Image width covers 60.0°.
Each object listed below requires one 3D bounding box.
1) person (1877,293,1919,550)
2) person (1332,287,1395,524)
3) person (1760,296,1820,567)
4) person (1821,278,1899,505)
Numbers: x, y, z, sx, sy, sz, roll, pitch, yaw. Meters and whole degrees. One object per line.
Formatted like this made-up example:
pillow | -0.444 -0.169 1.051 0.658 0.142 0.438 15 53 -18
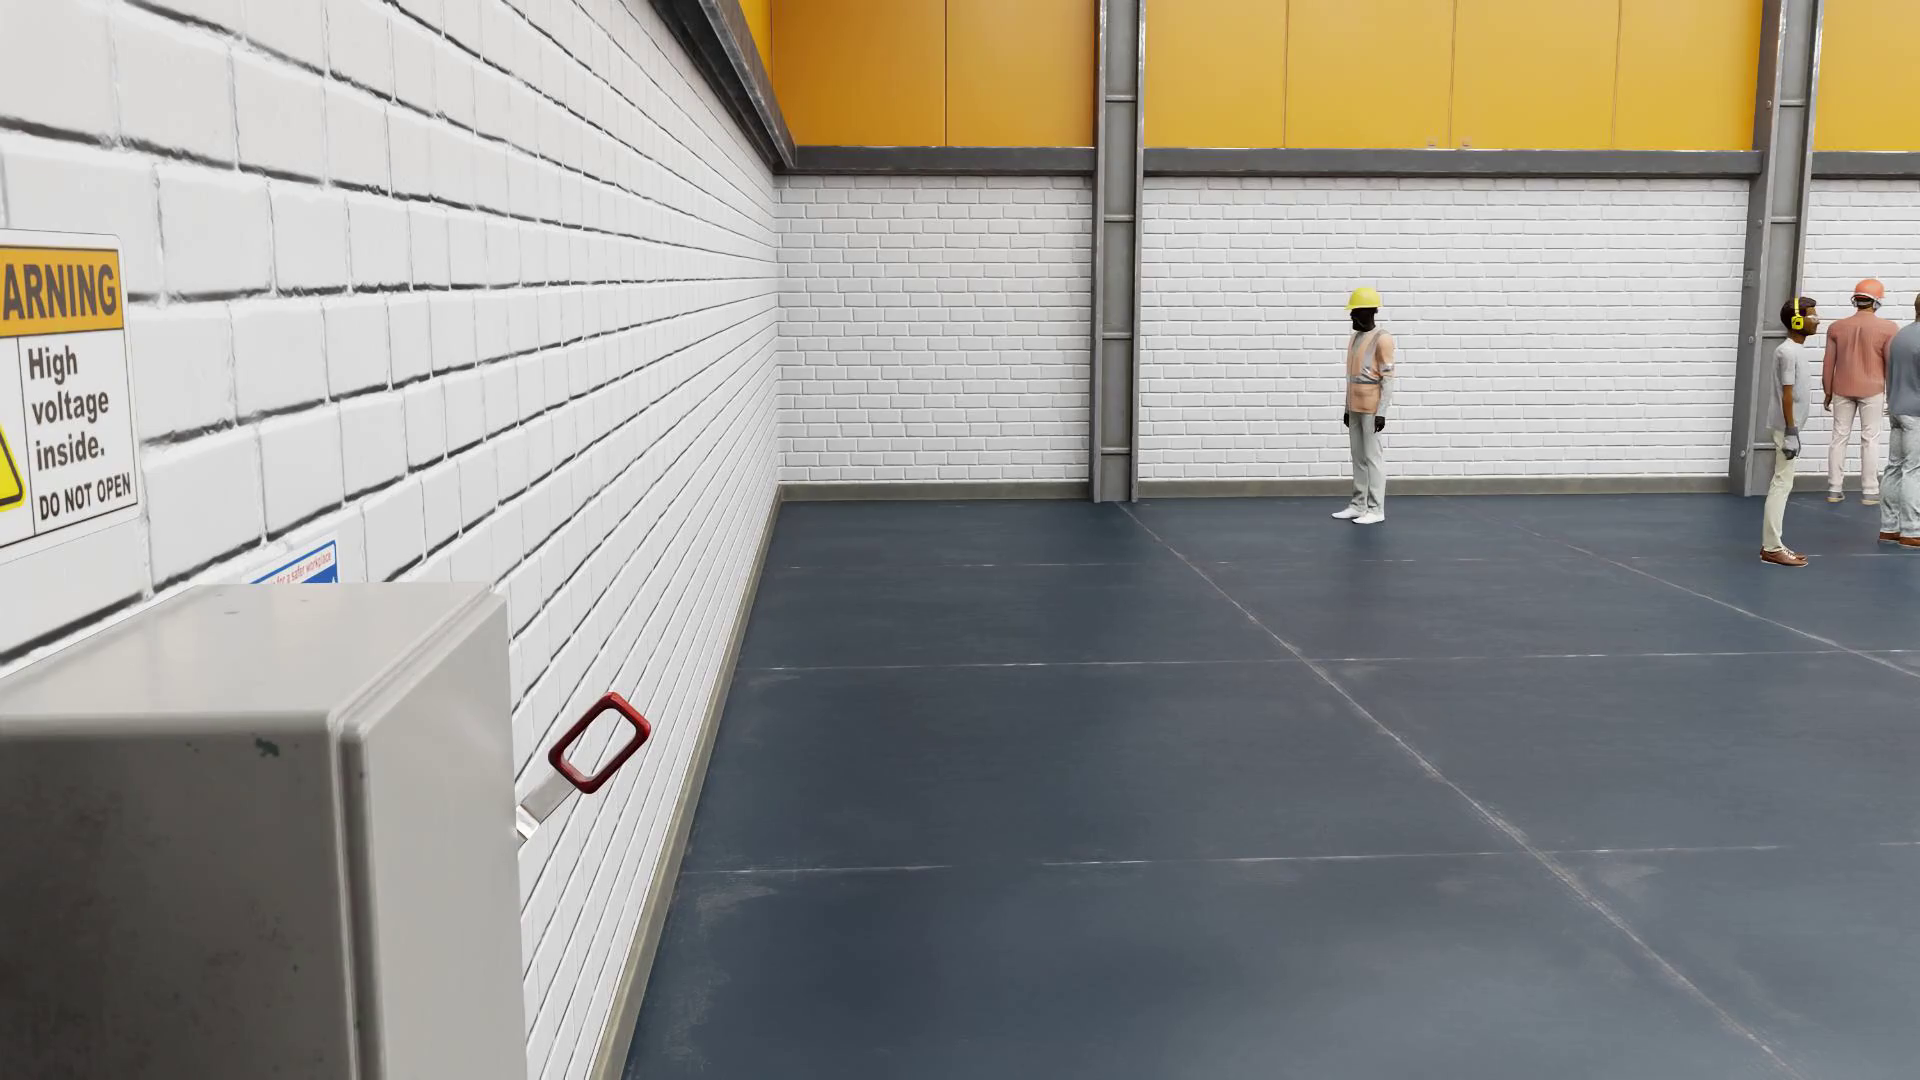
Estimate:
person | 7.086 -0.897 12.324 0.375 1.936 0.627 1 9 3
person | 3.291 -1.091 13.566 0.382 1.924 0.594 -3 9 -16
person | 5.829 -0.760 11.650 0.328 1.877 0.513 4 10 26
person | 7.978 -1.314 14.748 0.391 1.995 0.613 -9 13 -44
